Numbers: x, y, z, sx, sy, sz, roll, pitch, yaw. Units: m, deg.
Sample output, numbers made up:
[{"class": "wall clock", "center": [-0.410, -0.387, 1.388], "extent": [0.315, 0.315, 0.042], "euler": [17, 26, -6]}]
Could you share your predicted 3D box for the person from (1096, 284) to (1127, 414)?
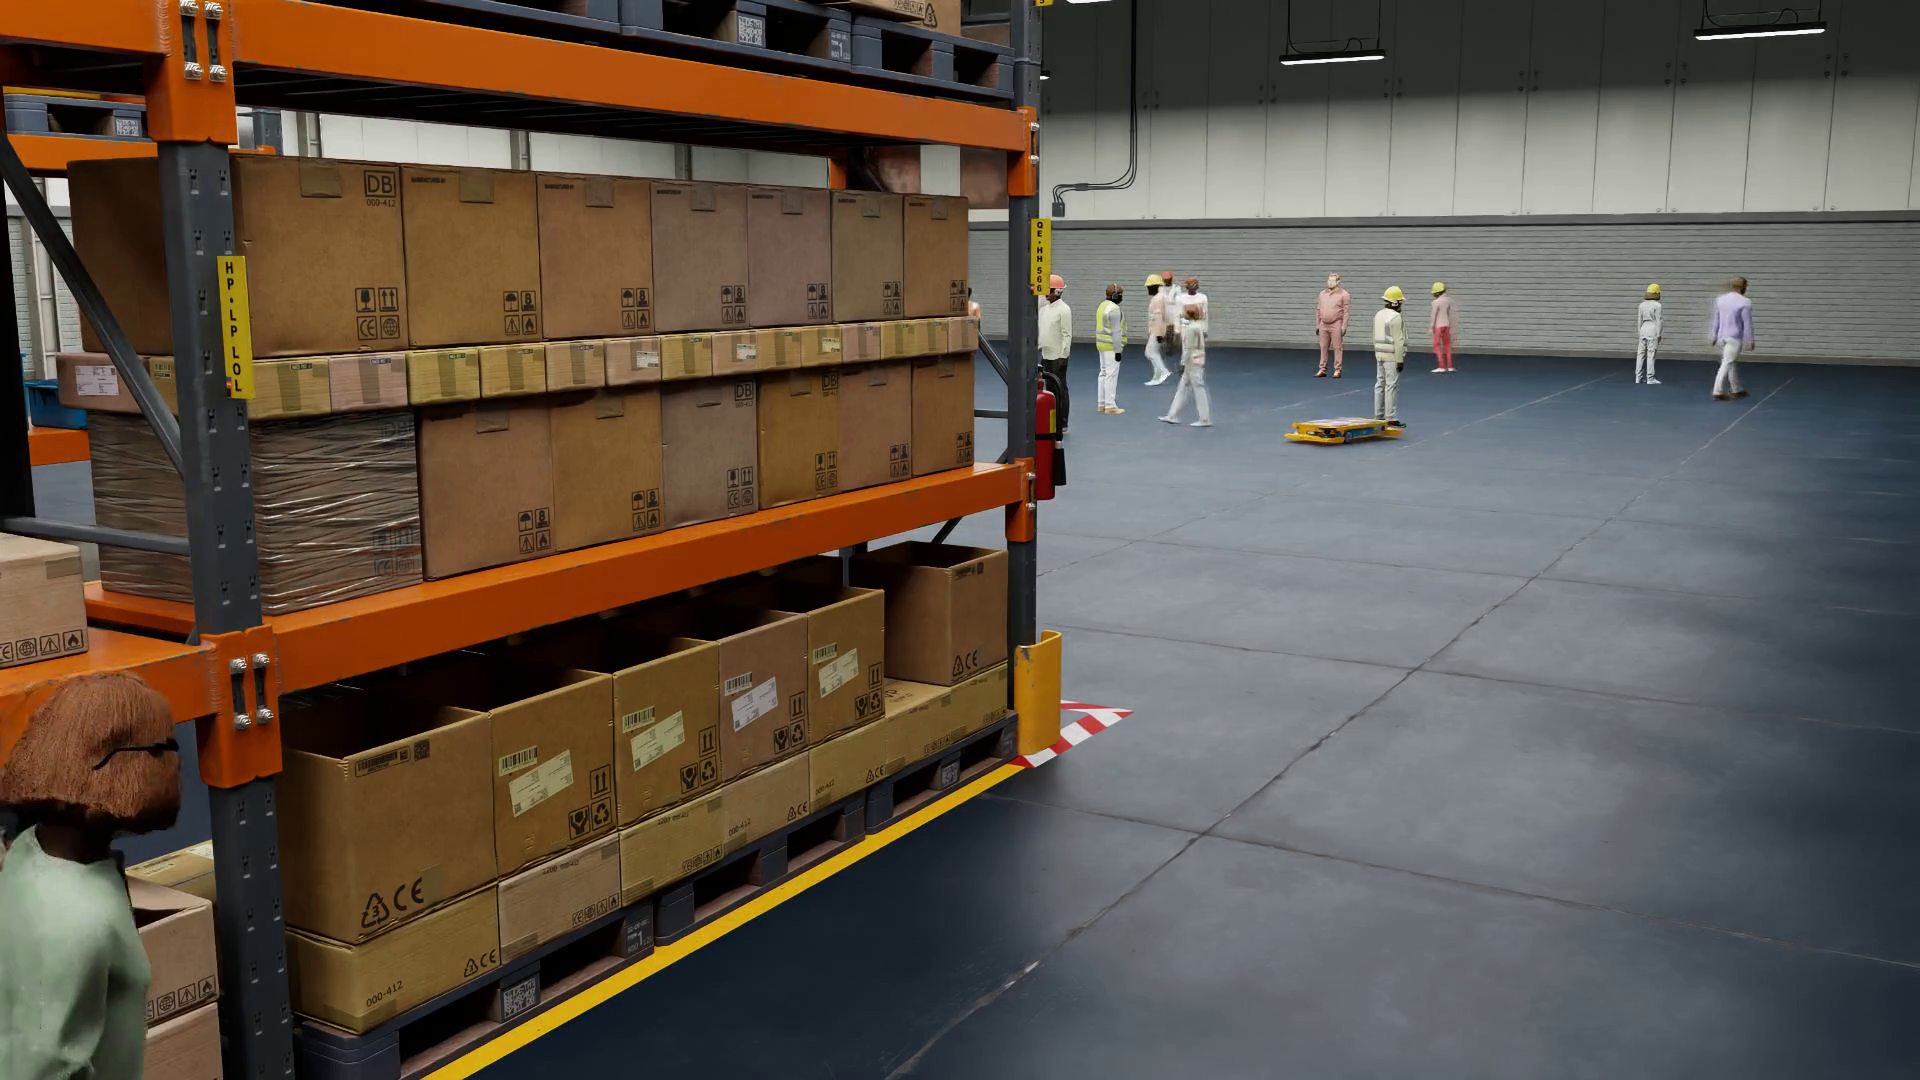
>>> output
[{"class": "person", "center": [2.152, -2.702, 23.575], "extent": [0.429, 1.836, 0.628], "euler": [-2, 10, -14]}]

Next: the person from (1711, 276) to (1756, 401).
[{"class": "person", "center": [12.008, -3.092, 25.627], "extent": [0.917, 1.901, 0.661], "euler": [-3, 10, -17]}]

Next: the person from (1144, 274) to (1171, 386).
[{"class": "person", "center": [3.343, -3.593, 28.541], "extent": [0.407, 1.910, 0.600], "euler": [1, 10, 5]}]

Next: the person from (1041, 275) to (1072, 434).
[{"class": "person", "center": [1.177, -2.308, 20.786], "extent": [0.382, 1.994, 0.613], "euler": [-4, 11, -24]}]

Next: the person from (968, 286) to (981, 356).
[{"class": "person", "center": [0.112, -3.837, 30.617], "extent": [0.549, 1.685, 0.434], "euler": [2, 10, 11]}]

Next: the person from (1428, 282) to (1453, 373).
[{"class": "person", "center": [9.238, -4.062, 31.858], "extent": [0.668, 1.729, 0.324], "euler": [-7, 12, -37]}]

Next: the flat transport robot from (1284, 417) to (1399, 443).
[{"class": "flat transport robot", "center": [4.638, -1.341, 20.165], "extent": [1.431, 0.197, 0.652], "euler": [-8, 13, -41]}]

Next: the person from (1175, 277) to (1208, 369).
[{"class": "person", "center": [4.088, -3.700, 29.317], "extent": [0.600, 1.859, 0.641], "euler": [-1, 10, -3]}]

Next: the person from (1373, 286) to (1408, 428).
[{"class": "person", "center": [5.616, -2.379, 21.674], "extent": [0.404, 1.833, 0.589], "euler": [-3, 10, -17]}]

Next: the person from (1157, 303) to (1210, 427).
[{"class": "person", "center": [2.922, -2.279, 21.718], "extent": [0.782, 1.602, 0.545], "euler": [2, 10, 13]}]

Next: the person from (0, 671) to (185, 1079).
[{"class": "person", "center": [-1.421, 1.002, 2.606], "extent": [0.879, 1.587, 0.539], "euler": [-7, 12, -34]}]

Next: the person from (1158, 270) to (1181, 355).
[{"class": "person", "center": [4.656, -5.107, 37.427], "extent": [0.569, 1.900, 0.848], "euler": [4, 11, 24]}]

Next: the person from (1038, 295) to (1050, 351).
[{"class": "person", "center": [1.768, -5.335, 38.798], "extent": [0.678, 1.888, 0.540], "euler": [5, 11, 29]}]

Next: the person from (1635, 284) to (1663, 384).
[{"class": "person", "center": [12.087, -3.604, 29.110], "extent": [0.296, 1.744, 0.488], "euler": [-5, 11, -26]}]

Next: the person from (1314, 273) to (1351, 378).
[{"class": "person", "center": [6.794, -3.916, 30.446], "extent": [0.641, 1.913, 0.407], "euler": [8, 12, 39]}]
